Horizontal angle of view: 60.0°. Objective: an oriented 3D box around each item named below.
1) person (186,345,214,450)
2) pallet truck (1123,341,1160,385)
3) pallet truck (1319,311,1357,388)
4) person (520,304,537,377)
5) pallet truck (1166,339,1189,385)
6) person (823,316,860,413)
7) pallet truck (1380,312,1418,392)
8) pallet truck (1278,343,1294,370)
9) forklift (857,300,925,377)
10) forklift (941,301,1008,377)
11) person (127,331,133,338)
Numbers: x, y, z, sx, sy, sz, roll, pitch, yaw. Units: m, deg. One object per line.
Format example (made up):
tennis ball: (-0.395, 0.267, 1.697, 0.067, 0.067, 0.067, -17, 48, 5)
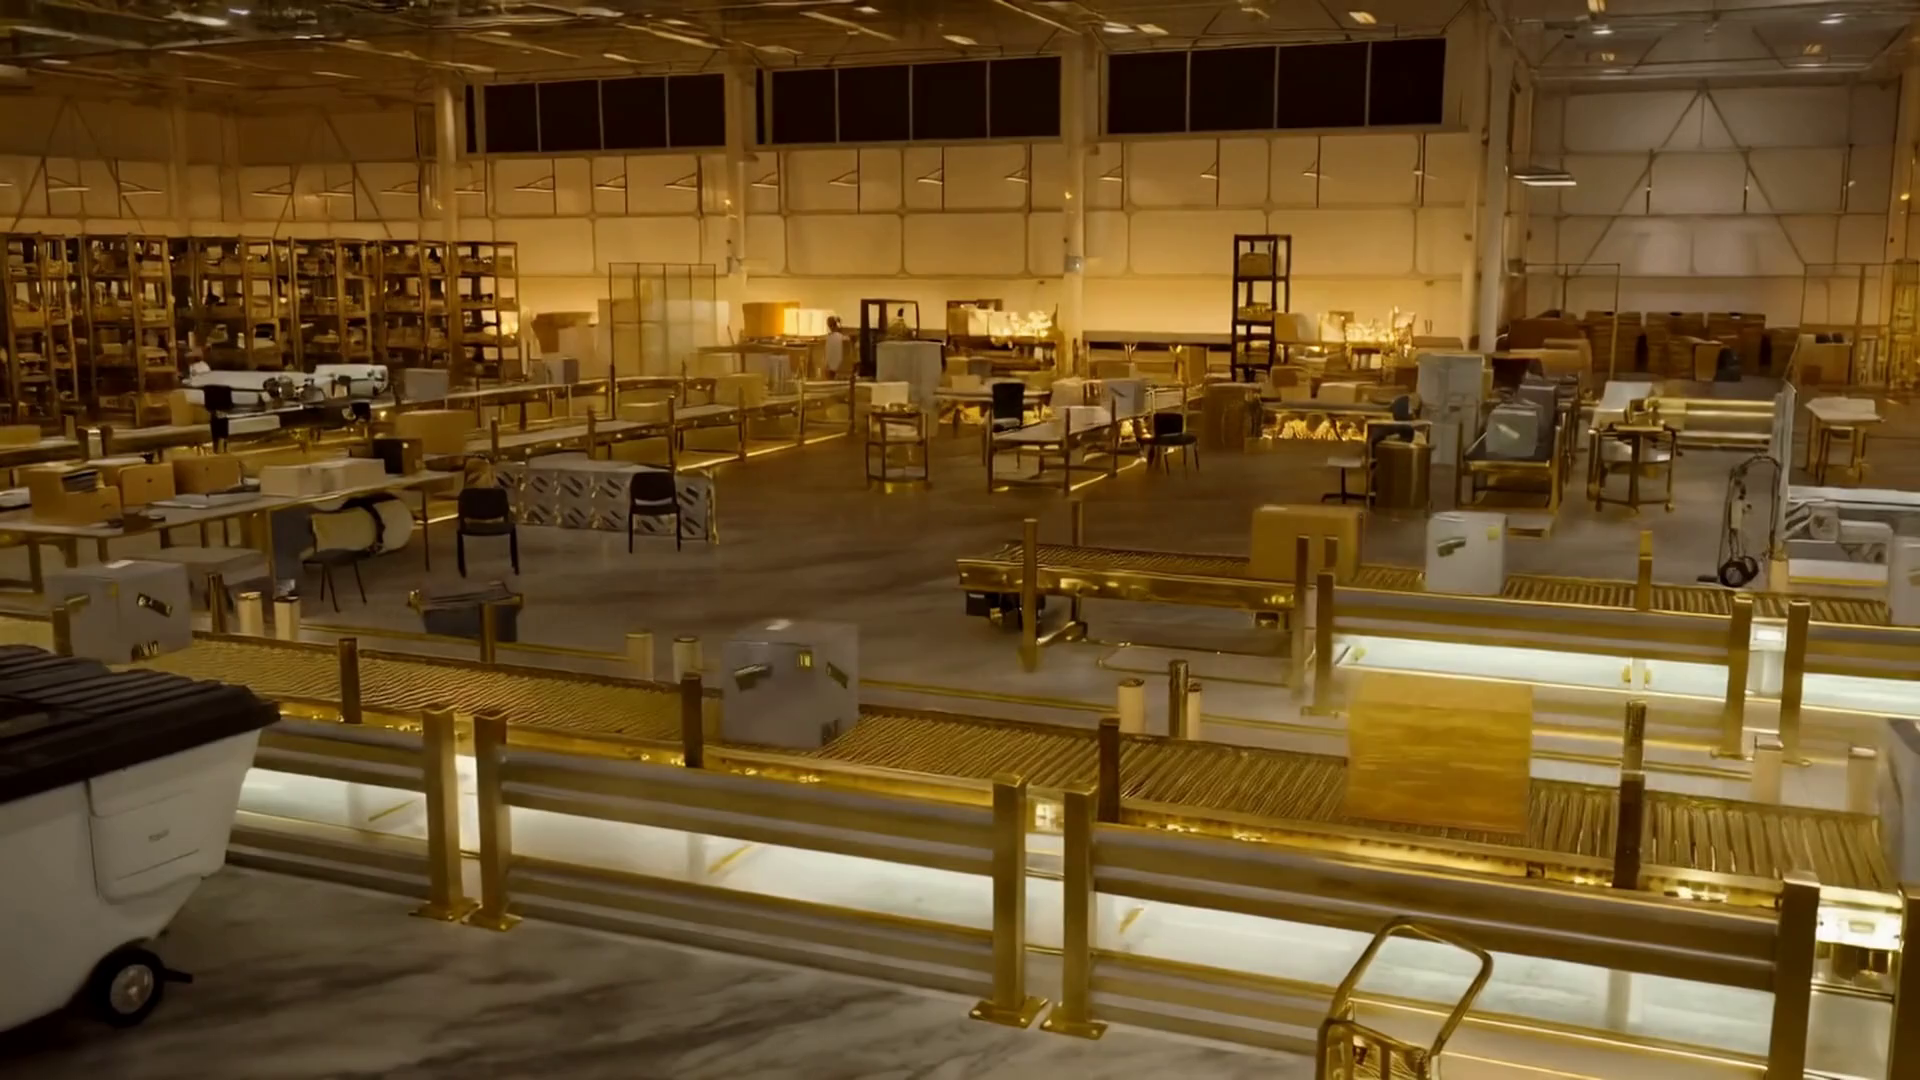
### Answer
person: (-12.520, -2.338, 27.375, 0.571, 1.725, 0.540, 5, 11, 30)
pallet truck: (4.445, -4.380, 41.279, 0.680, 1.201, 1.601, 4, 10, 22)
pallet truck: (9.071, -4.419, 39.190, 0.823, 1.965, 1.885, 5, 10, 26)
person: (-11.893, -5.473, 45.618, 0.399, 1.984, 0.610, -8, 12, -40)
pallet truck: (5.418, -4.269, 40.420, 0.704, 1.261, 1.522, 3, 10, 20)
person: (-2.549, -3.602, 34.202, 0.980, 2.013, 0.612, 3, 10, 15)
pallet truck: (10.207, -4.283, 38.369, 0.823, 1.965, 1.885, 3, 10, 20)
pallet truck: (7.886, -4.163, 39.743, 0.653, 1.274, 1.630, 4, 10, 22)
forklift: (-1.732, -5.109, 42.468, 1.157, 1.987, 2.680, 4, 10, 22)
forklift: (0.365, -4.966, 41.571, 1.157, 1.987, 2.680, 3, 10, 20)
person: (-18.444, -4.036, 37.343, 0.566, 1.841, 0.390, -2, 10, -10)
